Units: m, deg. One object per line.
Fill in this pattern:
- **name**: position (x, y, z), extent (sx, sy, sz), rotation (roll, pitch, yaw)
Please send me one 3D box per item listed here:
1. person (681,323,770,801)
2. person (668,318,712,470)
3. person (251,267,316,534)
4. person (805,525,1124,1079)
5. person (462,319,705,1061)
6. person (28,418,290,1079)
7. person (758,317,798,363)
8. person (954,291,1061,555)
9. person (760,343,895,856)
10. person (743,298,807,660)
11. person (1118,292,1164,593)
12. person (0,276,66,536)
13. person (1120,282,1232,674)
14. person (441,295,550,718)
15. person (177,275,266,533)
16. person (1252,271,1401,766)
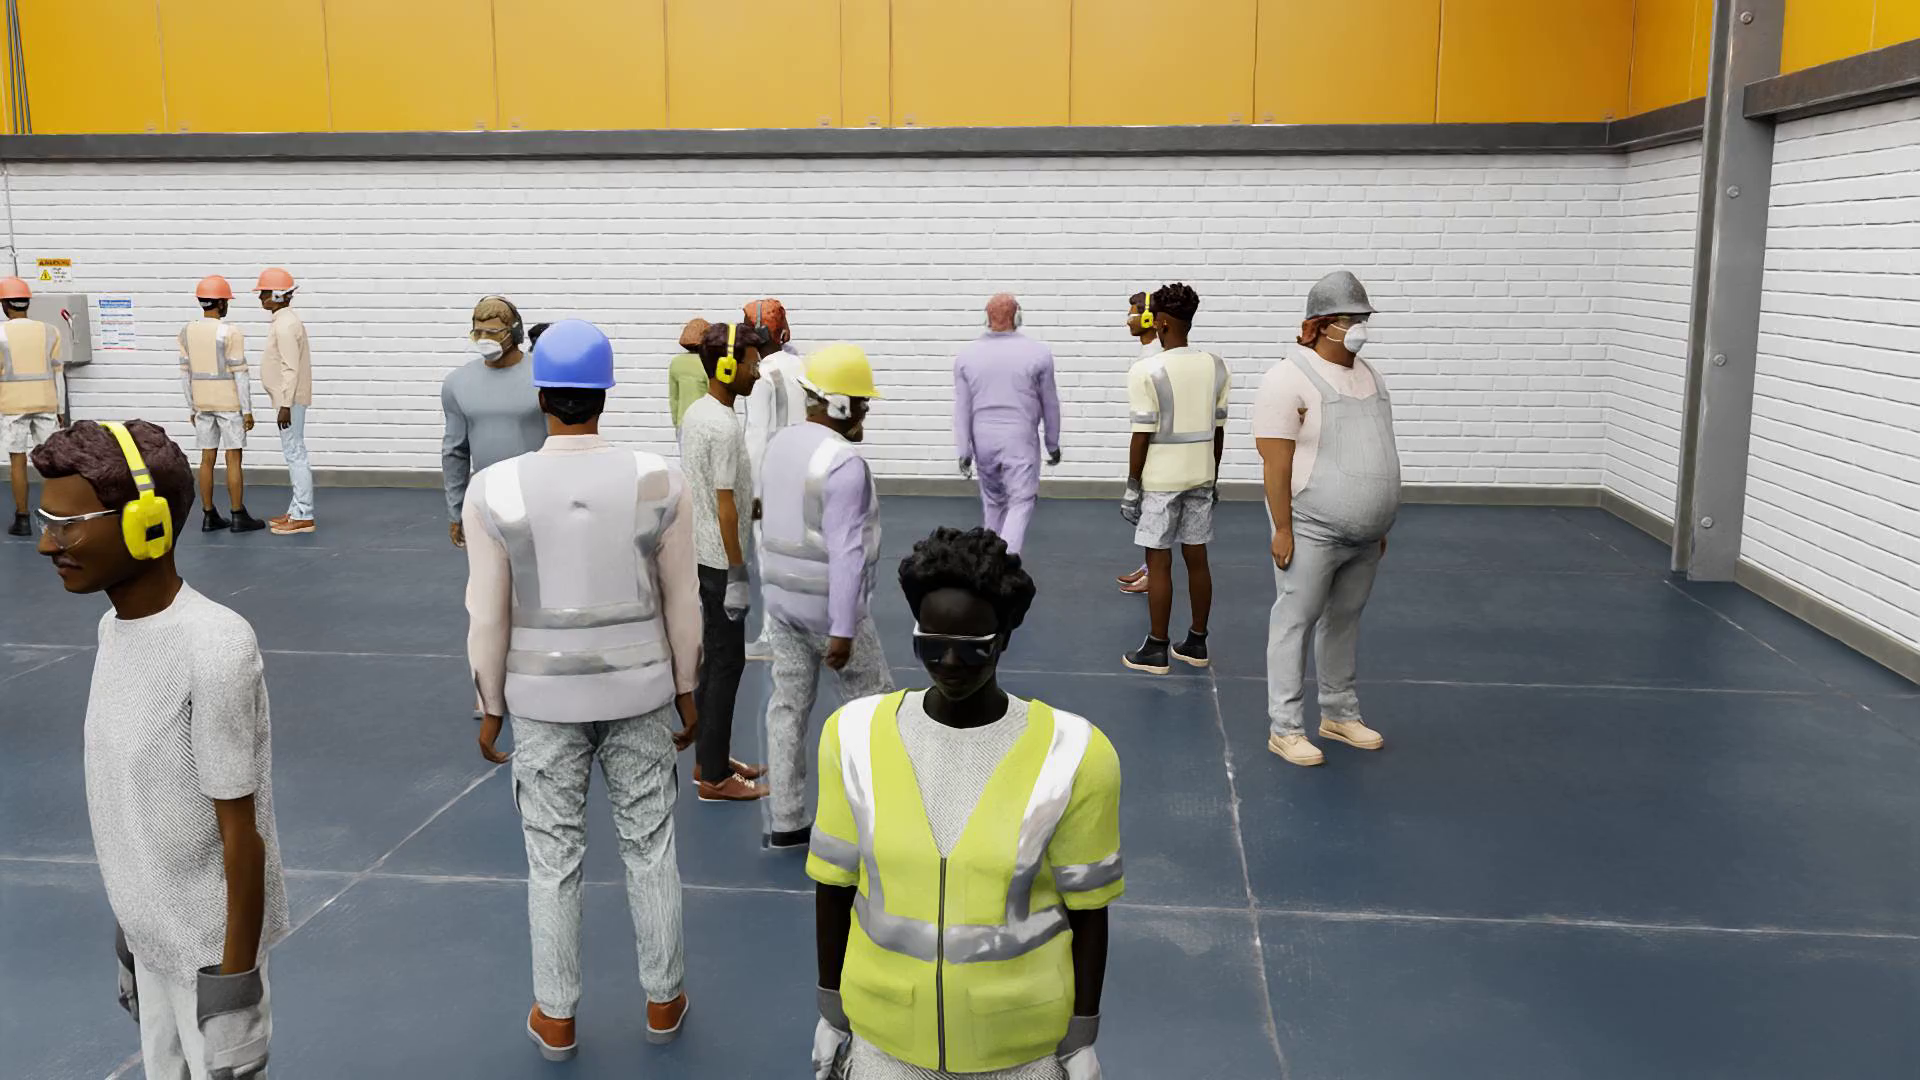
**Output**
- **person**: position (-0.900, 0.093, 6.427), extent (0.343, 1.857, 0.527), rotation (-4, 11, -20)
- **person**: position (-1.915, -0.806, 12.197), extent (0.507, 1.630, 0.268), rotation (7, 12, 35)
- **person**: position (-5.083, -1.048, 12.546), extent (0.382, 1.995, 0.612), rotation (-4, 11, -22)
- **person**: position (-0.001, 0.809, 2.764), extent (0.533, 1.698, 0.318), rotation (2, 10, 11)
- **person**: position (-0.975, 0.400, 4.381), extent (0.602, 1.949, 0.391), rotation (-3, 10, -17)
- **person**: position (-1.318, 0.719, 2.825), extent (0.512, 1.861, 0.325), rotation (9, 13, 41)
- **person**: position (-1.511, -1.044, 13.550), extent (0.498, 1.633, 0.278), rotation (-8, 13, -38)
- **person**: position (0.268, -0.588, 10.249), extent (0.631, 1.879, 0.858), rotation (4, 11, 20)
- **person**: position (-0.419, 0.209, 5.899), extent (0.690, 1.796, 0.583), rotation (-8, 13, -40)
- **person**: position (-0.964, -0.311, 8.659), extent (0.359, 1.880, 0.575), rotation (4, 11, 20)
- **person**: position (1.155, -0.601, 10.344), extent (0.314, 1.869, 0.537), rotation (1, 10, 5)
- **person**: position (-6.977, -0.993, 12.426), extent (0.389, 1.929, 0.549), rotation (10, 14, 44)
- **person**: position (1.075, -0.308, 8.385), extent (0.606, 1.966, 0.367), rotation (-6, 12, -31)
- **person**: position (-2.032, -0.136, 7.529), extent (0.635, 1.929, 0.382), rotation (1, 10, 7)
- **person**: position (-5.571, -1.019, 12.541), extent (0.552, 1.937, 0.356), rotation (2, 10, 14)
- **person**: position (1.578, -0.094, 6.949), extent (0.684, 2.000, 0.538), rotation (-7, 12, -36)
